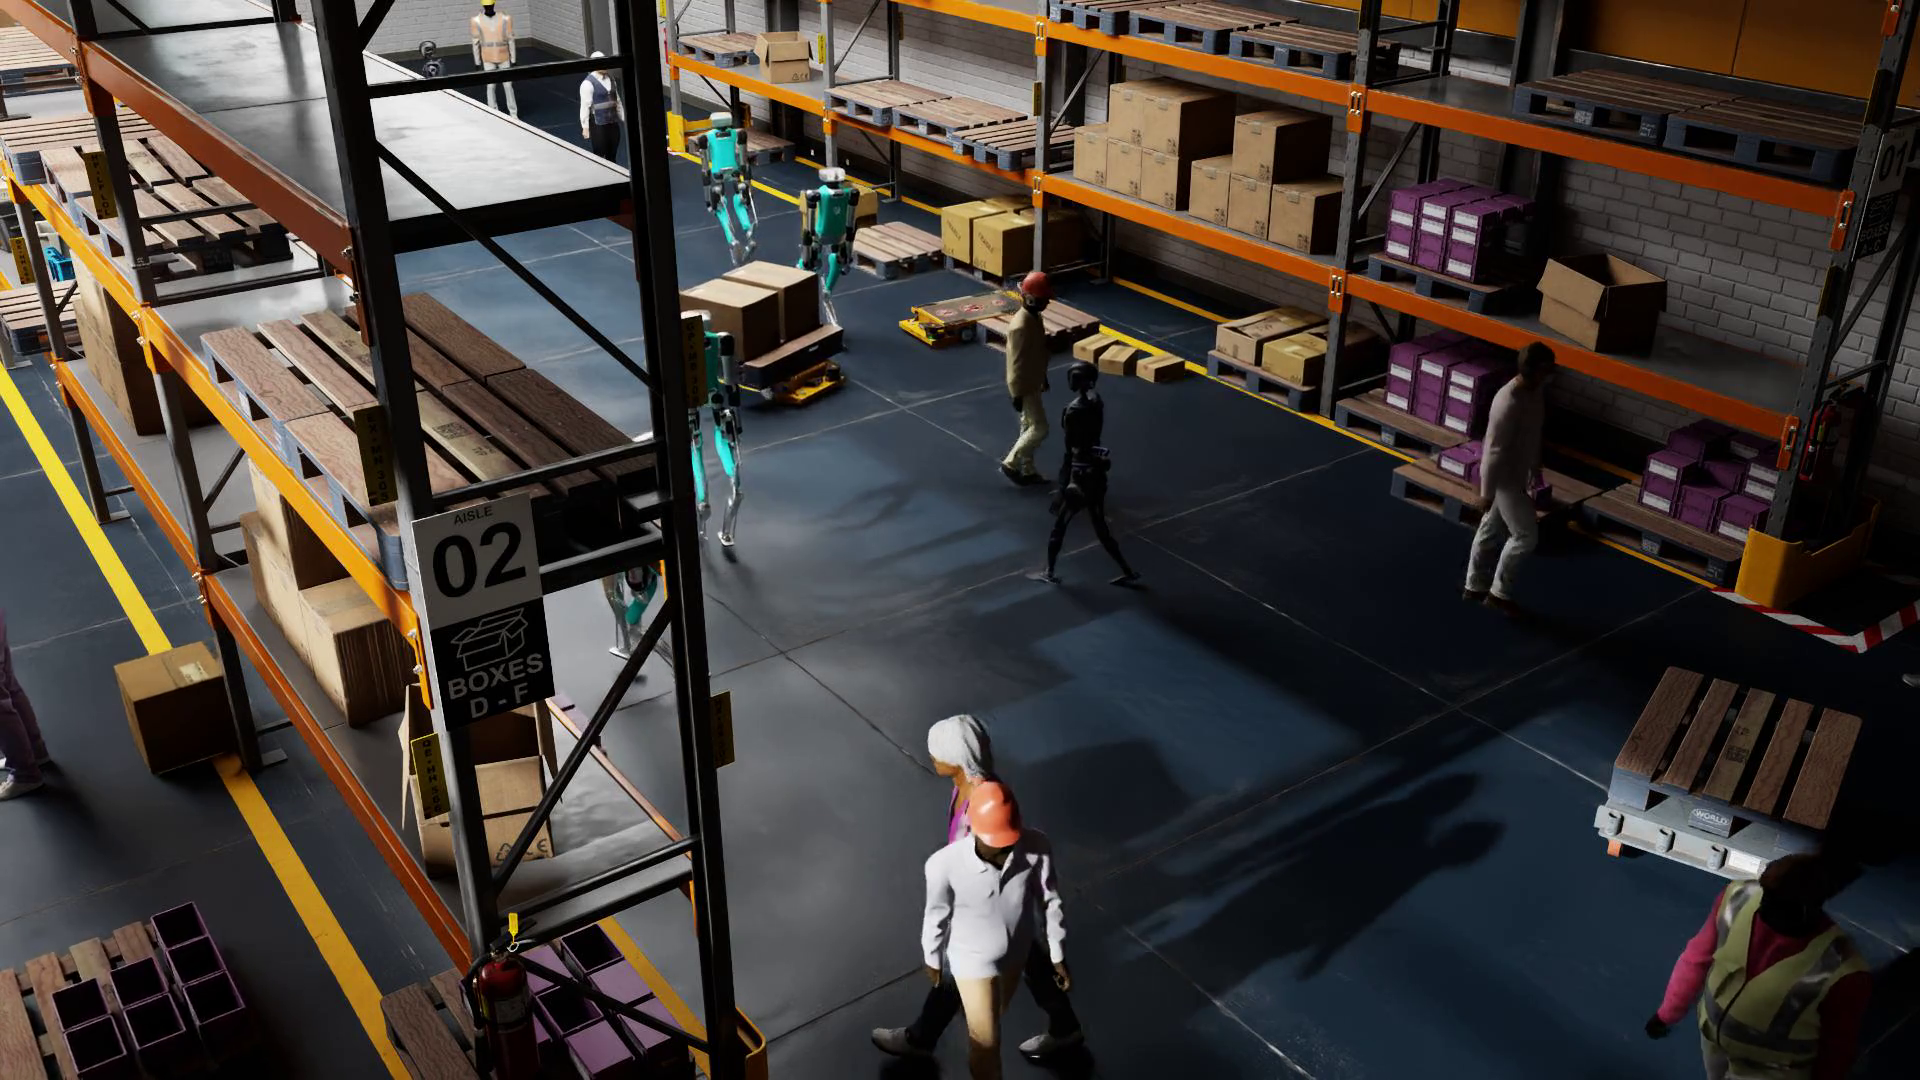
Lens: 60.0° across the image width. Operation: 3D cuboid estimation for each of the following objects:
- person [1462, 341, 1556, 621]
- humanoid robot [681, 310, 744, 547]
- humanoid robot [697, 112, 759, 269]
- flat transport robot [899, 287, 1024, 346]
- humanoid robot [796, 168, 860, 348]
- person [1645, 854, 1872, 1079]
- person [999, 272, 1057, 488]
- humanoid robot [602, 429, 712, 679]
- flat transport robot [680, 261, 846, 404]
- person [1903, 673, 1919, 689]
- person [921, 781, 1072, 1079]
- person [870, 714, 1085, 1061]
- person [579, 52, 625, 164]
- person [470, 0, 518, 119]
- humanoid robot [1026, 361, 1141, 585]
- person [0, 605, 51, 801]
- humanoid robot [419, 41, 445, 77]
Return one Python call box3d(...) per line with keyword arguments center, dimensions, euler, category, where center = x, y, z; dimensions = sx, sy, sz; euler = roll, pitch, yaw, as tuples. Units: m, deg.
box3d(center=(3.695, -0.375, 10.892), dimensions=(0.635, 1.919, 0.659), euler=(15, 30, 28), category="person")
box3d(center=(-1.760, -0.694, 11.751), dimensions=(0.542, 1.786, 0.871), euler=(-10, 28, -18), category="humanoid robot")
box3d(center=(-2.345, -3.450, 17.313), dimensions=(0.545, 1.861, 0.832), euler=(-11, 29, -20), category="humanoid robot")
box3d(center=(0.181, -2.195, 16.354), dimensions=(1.431, 0.231, 0.659), euler=(-15, 30, -27), category="flat transport robot")
box3d(center=(-1.339, -2.726, 15.848), dimensions=(0.559, 1.767, 1.056), euler=(-14, 30, -26), category="humanoid robot")
box3d(center=(2.937, 1.967, 6.352), dimensions=(0.761, 1.813, 0.627), euler=(-10, 28, -19), category="person")
box3d(center=(0.553, -1.216, 12.766), dimensions=(0.376, 1.735, 0.584), euler=(7, 27, 13), category="person")
box3d(center=(-1.980, 0.110, 10.143), dimensions=(1.022, 1.732, 0.556), euler=(13, 30, 25), category="humanoid robot")
box3d(center=(-1.801, -1.535, 15.041), dimensions=(1.431, 0.231, 0.659), euler=(16, 31, 29), category="flat transport robot")
box3d(center=(6.173, 0.053, 10.012), dimensions=(0.489, 1.952, 0.421), euler=(-15, 30, -26), category="person")
box3d(center=(0.183, 1.755, 6.873), dimensions=(0.562, 1.721, 0.751), euler=(-13, 30, -25), category="person")
box3d(center=(0.108, 1.547, 7.222), dimensions=(0.997, 1.783, 0.525), euler=(1, 27, 2), category="person")
box3d(center=(-4.405, -5.125, 20.520), dimensions=(0.417, 1.759, 0.750), euler=(16, 31, 29), category="person")
box3d(center=(-6.691, -6.948, 23.987), dimensions=(0.598, 1.913, 0.418), euler=(-8, 28, -15), category="person")
box3d(center=(0.868, -0.425, 11.323), dimensions=(0.769, 1.629, 0.595), euler=(13, 30, 25), category="humanoid robot")
box3d(center=(-5.427, 0.555, 9.088), dimensions=(0.395, 1.892, 0.634), euler=(-9, 28, -18), category="person")
box3d(center=(-6.778, -5.657, 21.671), dimensions=(0.330, 1.648, 0.609), euler=(-9, 28, -17), category="humanoid robot")
